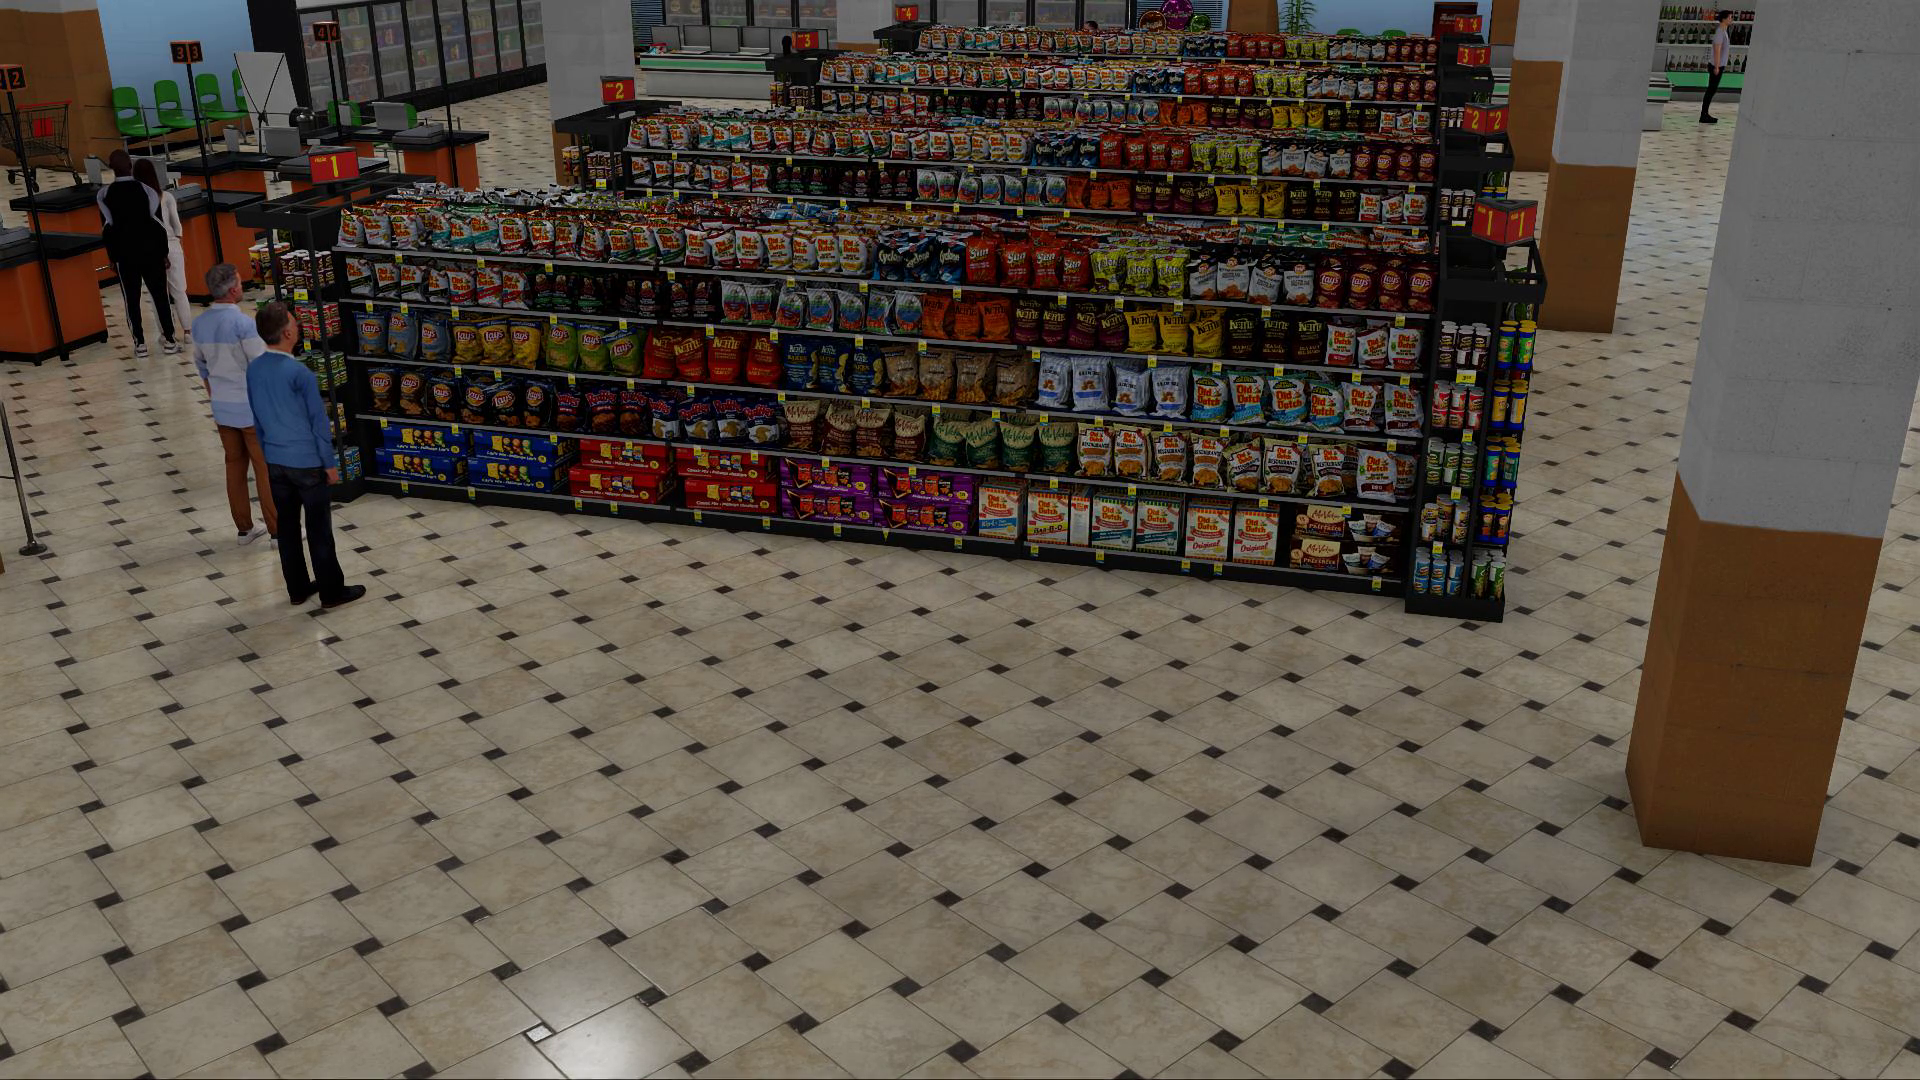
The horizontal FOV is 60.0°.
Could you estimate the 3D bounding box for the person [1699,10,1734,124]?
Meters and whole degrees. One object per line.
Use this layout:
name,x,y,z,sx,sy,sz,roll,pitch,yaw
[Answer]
person,13.065,-8.184,28.737,0.592,1.862,0.709,10,24,23

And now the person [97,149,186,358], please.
person,-7.300,-2.547,14.754,0.696,1.828,0.797,-8,23,-20

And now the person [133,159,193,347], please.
person,-7.266,-2.614,15.109,0.669,1.688,0.745,-10,24,-23

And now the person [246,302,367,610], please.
person,-3.846,-0.486,9.636,0.536,1.820,0.734,8,23,20

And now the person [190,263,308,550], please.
person,-4.528,-0.840,10.508,0.518,1.827,0.752,7,23,17

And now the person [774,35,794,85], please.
person,-2.707,-7.130,26.361,0.636,1.679,0.753,-1,22,-3
